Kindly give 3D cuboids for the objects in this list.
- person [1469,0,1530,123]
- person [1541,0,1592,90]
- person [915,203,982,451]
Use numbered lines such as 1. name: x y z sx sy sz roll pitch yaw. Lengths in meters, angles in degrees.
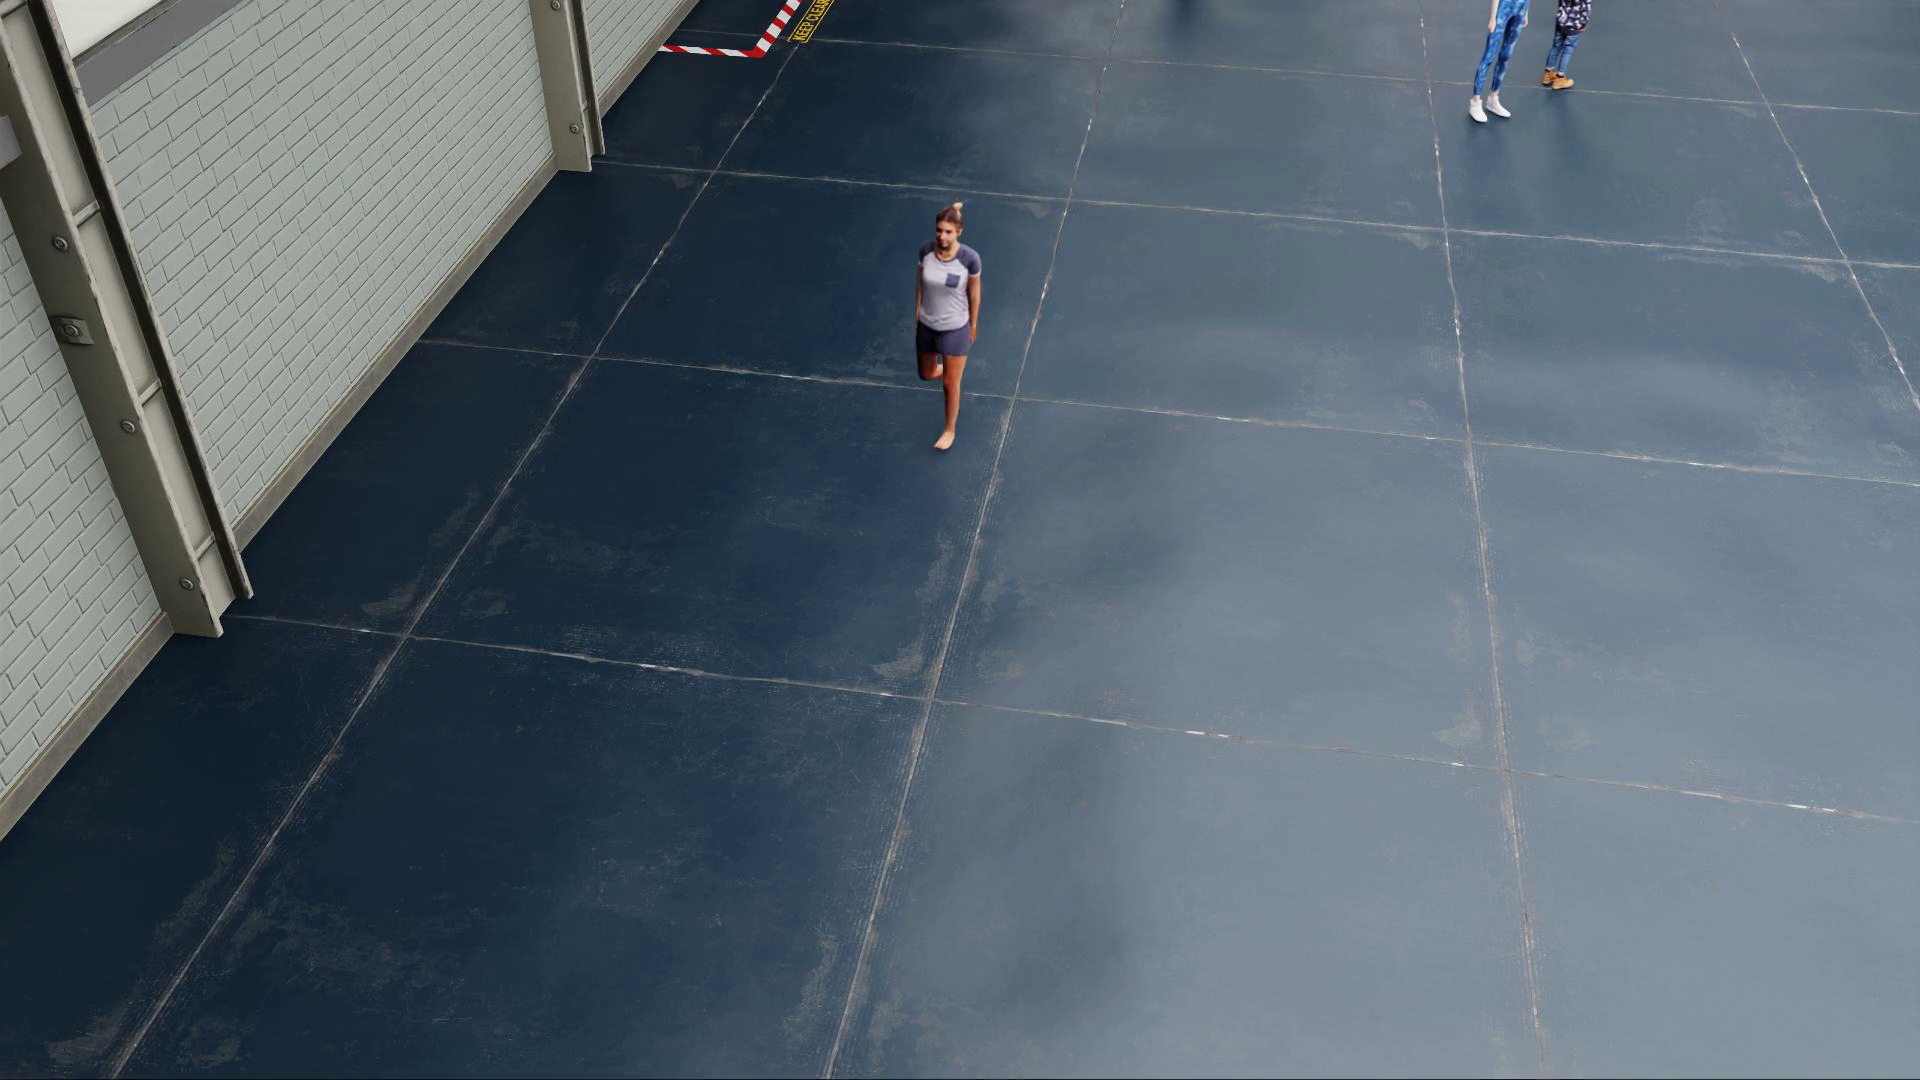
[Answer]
1. person: 4.727 -4.521 14.341 0.675 1.784 0.719 -15 40 -18
2. person: 5.512 -4.717 15.026 0.632 1.250 0.562 -19 42 -23
3. person: -0.076 -1.382 10.477 0.715 1.603 0.938 16 41 19
